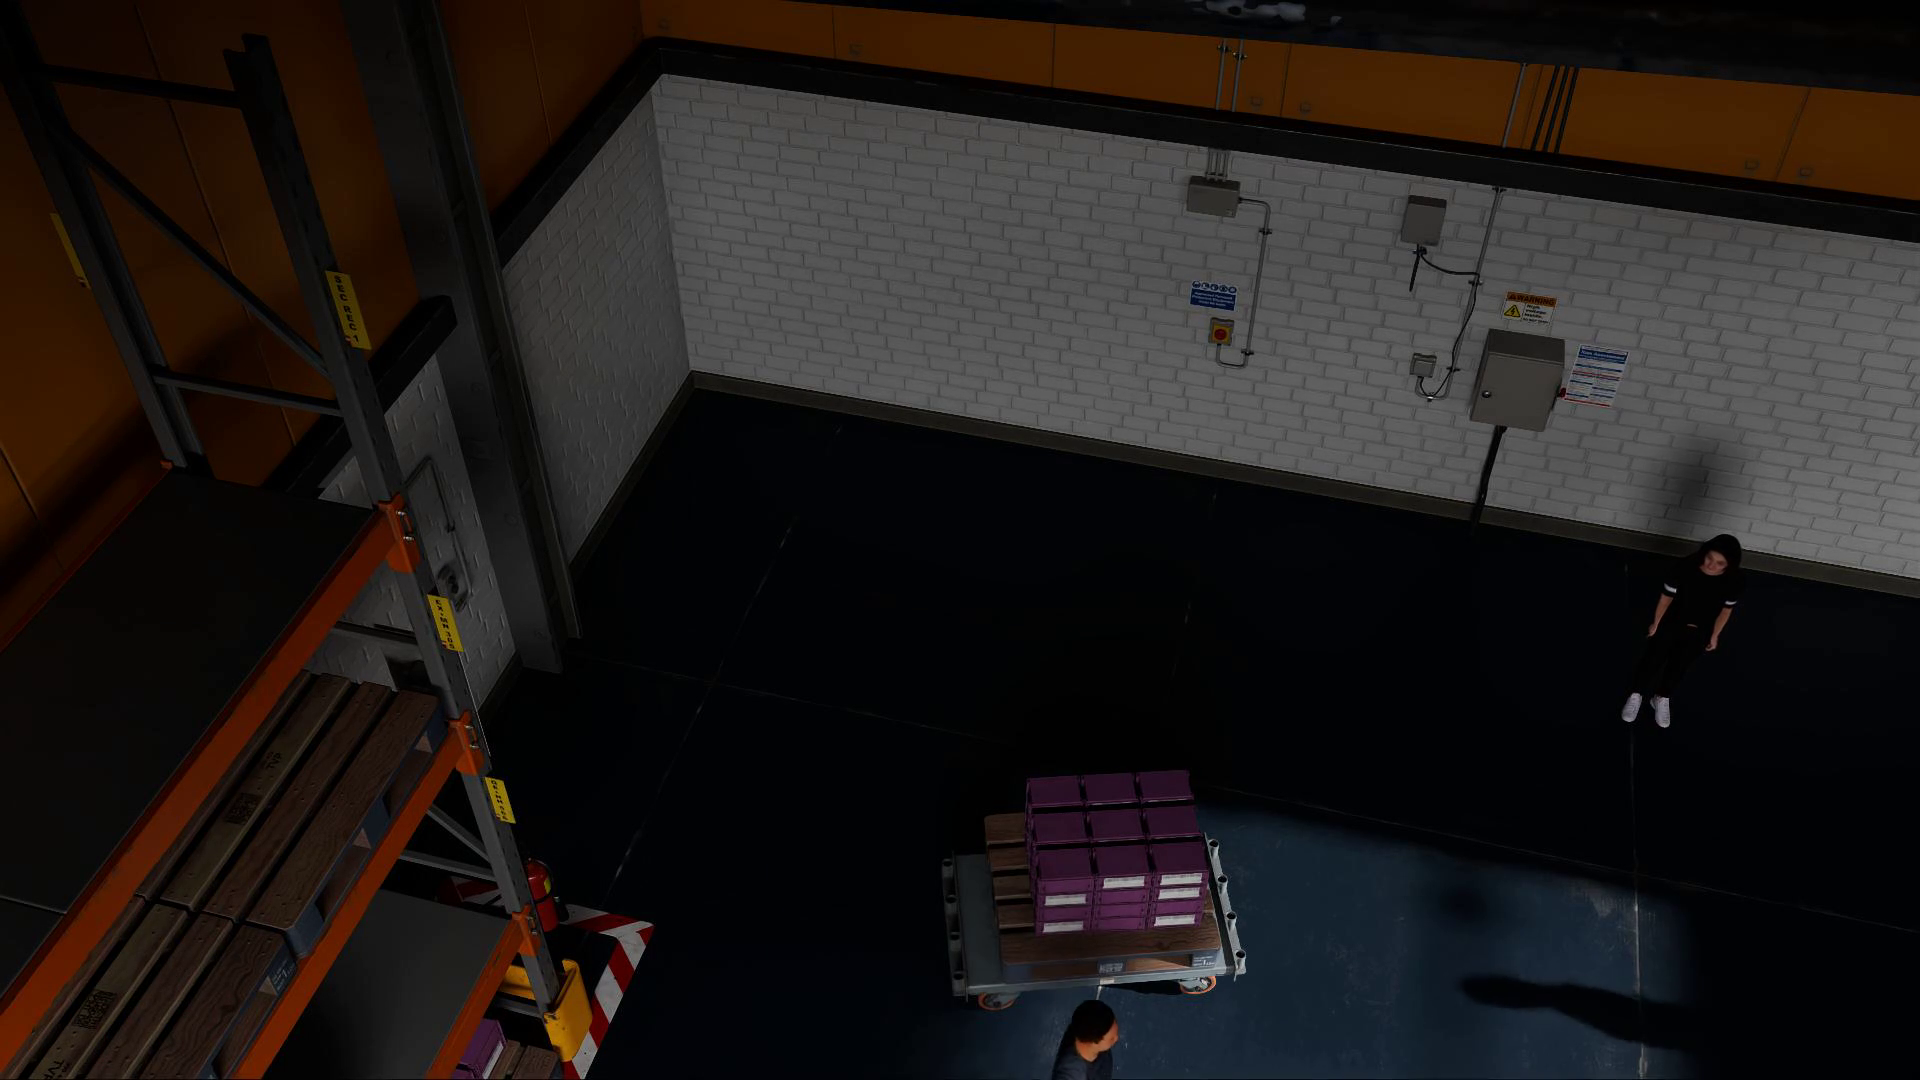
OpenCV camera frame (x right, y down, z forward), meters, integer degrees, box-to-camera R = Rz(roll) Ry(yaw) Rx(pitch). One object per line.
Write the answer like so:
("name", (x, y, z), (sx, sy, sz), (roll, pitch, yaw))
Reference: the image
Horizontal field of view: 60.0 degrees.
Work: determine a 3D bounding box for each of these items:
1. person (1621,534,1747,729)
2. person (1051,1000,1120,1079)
("person", (4.585, 0.544, 10.510), (0.597, 1.638, 0.574), (12, 45, 12))
("person", (0.476, 2.761, 8.070), (0.740, 1.794, 0.622), (16, 46, 16))
